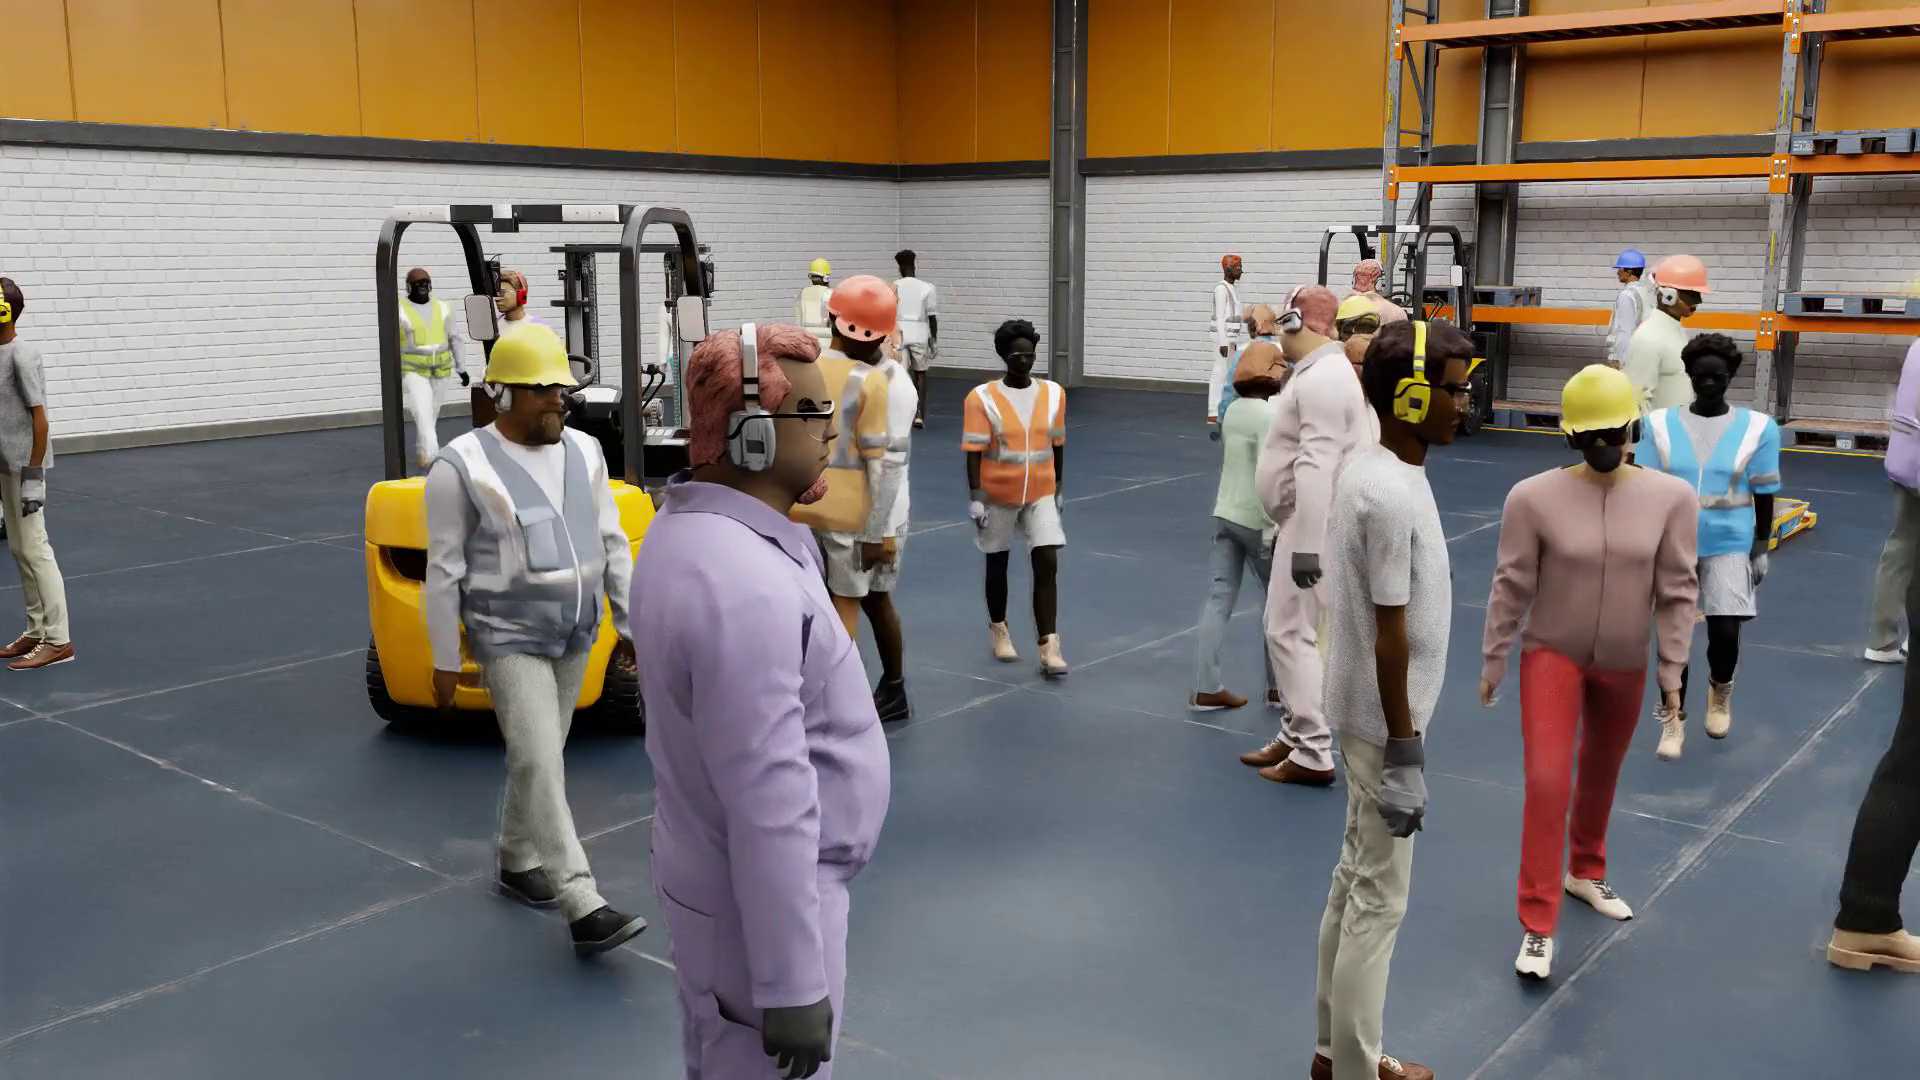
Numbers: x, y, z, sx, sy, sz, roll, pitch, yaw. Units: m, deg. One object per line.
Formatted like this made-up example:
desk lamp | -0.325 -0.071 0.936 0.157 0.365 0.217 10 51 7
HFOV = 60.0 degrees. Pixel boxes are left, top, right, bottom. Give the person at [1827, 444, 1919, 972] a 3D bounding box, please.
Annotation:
person | 2.914 0.220 4.478 1.002 2.000 0.697 0 10 -2

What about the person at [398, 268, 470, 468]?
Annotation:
person | -4.684 -1.480 14.604 0.635 1.798 0.963 -9 13 -39

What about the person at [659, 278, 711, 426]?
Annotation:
person | -2.828 -1.893 17.033 0.525 1.735 0.809 2 10 12

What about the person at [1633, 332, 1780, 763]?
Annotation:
person | 2.891 0.029 6.521 0.540 1.682 0.396 6 12 29

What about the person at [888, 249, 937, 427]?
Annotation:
person | -0.560 -2.154 17.920 0.615 1.932 0.566 -1 10 -6

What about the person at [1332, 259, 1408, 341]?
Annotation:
person | 2.801 -0.985 11.532 0.650 1.906 0.401 6 12 30

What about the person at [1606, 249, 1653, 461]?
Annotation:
person | 6.181 -1.707 15.411 0.384 1.948 0.605 8 13 37

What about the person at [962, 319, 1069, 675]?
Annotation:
person | 0.288 -0.191 7.782 0.550 1.655 0.799 -3 11 -17

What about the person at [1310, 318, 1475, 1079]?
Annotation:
person | 0.984 0.438 3.767 0.329 1.864 0.512 1 10 6

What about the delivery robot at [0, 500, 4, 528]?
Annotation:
delivery robot | -6.743 -0.273 11.067 0.707 0.478 0.477 -1 10 -7

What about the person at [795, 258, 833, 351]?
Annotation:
person | -1.504 -2.146 18.159 0.590 1.836 0.404 6 12 30

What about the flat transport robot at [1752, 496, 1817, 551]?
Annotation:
flat transport robot | 5.356 -0.143 11.397 0.652 0.197 1.431 8 13 38

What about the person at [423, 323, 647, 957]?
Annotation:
person | -1.149 0.279 4.828 0.853 1.791 0.613 7 13 36

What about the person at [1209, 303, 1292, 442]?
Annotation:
person | 1.930 -0.753 11.056 0.625 1.616 0.532 9 14 41

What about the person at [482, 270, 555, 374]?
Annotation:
person | -2.787 -0.781 10.562 0.563 1.847 0.392 5 12 28

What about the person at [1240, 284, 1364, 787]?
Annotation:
person | 1.311 -0.020 6.325 0.415 1.870 0.679 2 10 11

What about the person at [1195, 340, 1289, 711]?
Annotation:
person | 1.293 -0.061 7.240 0.647 1.597 0.527 -4 11 -23

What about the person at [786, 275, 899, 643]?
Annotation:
person | -0.519 -0.120 6.796 0.685 1.905 0.466 7 12 35

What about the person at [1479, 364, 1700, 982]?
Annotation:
person | 1.778 0.347 4.737 0.551 1.695 0.799 1 10 4

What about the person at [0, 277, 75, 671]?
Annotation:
person | -4.504 -0.317 7.930 0.314 1.869 0.536 -10 14 -43

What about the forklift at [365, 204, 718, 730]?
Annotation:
forklift | -1.766 -0.406 7.525 1.214 2.155 2.313 1 10 7

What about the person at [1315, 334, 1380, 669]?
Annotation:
person | 1.729 -0.082 7.282 0.507 1.633 0.278 -6 12 -32

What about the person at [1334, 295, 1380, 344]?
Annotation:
person | 2.224 -0.468 9.144 0.586 1.740 0.543 7 13 36

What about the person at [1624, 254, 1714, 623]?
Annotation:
person | 3.648 -0.550 8.986 0.806 1.963 0.646 6 12 31

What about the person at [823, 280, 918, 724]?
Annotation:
person | -0.400 -0.119 6.796 0.573 1.876 0.630 -8 13 -39

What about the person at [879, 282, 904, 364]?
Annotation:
person | -0.684 -1.588 15.605 0.311 1.642 0.514 -2 10 -8

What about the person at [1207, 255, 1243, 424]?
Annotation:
person | 2.948 -2.214 18.436 0.344 1.877 0.568 4 11 22

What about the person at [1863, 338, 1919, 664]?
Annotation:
person | 4.613 -0.315 7.827 0.546 1.908 0.607 2 10 8

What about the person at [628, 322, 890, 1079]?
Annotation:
person | -0.314 0.601 2.741 0.409 1.907 0.651 -3 11 -17

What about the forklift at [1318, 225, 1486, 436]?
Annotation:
forklift | 4.449 -2.115 16.993 1.214 2.155 2.313 8 13 38
